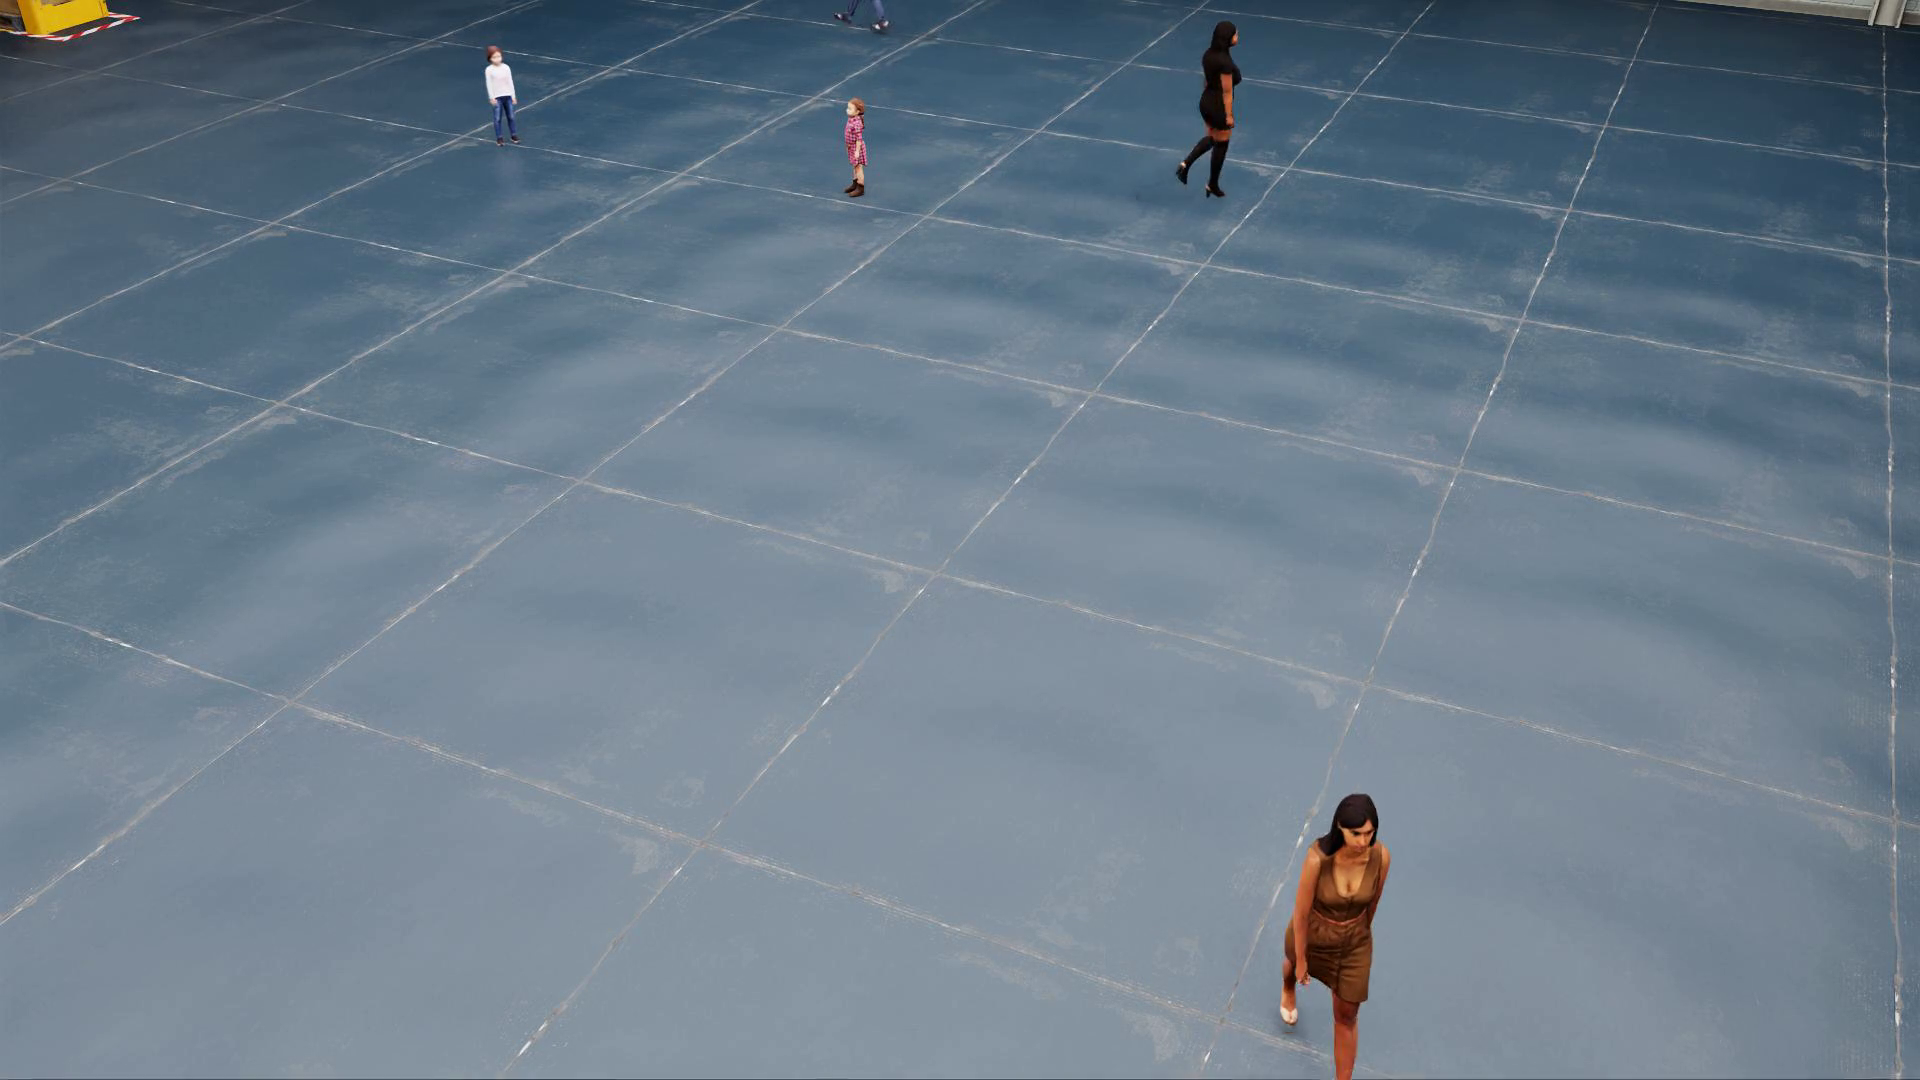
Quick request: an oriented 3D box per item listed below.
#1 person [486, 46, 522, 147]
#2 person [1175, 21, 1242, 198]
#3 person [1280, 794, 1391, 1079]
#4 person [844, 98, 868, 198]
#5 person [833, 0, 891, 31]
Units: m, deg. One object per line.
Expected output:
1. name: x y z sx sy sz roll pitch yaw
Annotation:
1. person: -5.201 -5.048 18.851 0.535 1.110 0.586 -18 36 -26
2. person: 2.568 -4.403 17.146 0.966 1.839 0.889 -7 33 -11
3. person: 1.644 1.768 7.554 1.120 1.635 0.974 -2 32 -2
4. person: -1.093 -4.141 17.494 0.562 1.024 0.500 -12 34 -18
5. person: -1.236 -7.832 22.602 1.176 1.816 0.693 16 36 23
